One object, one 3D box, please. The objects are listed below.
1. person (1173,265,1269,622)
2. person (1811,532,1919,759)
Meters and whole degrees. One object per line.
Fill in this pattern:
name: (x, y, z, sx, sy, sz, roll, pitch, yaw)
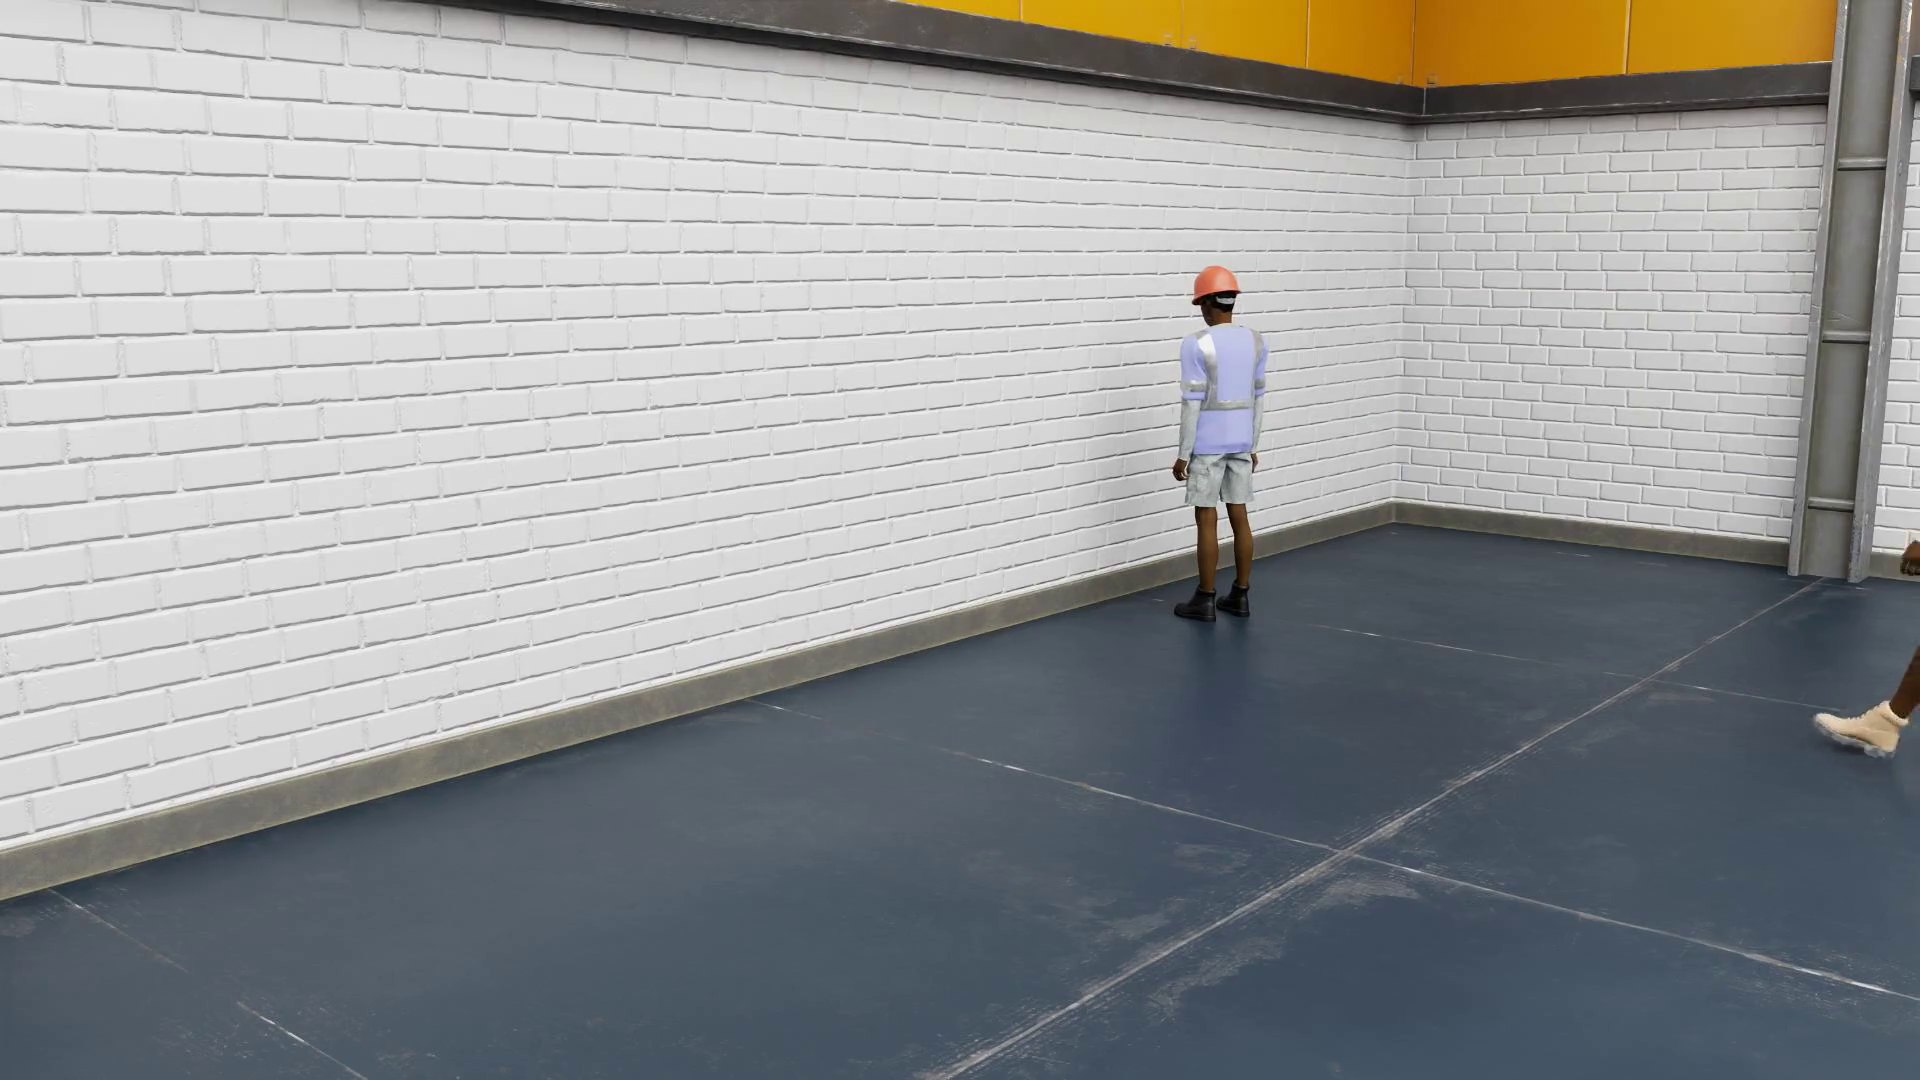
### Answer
person: (1.392, -0.517, 9.044, 0.542, 1.929, 0.369, -5, 11, -28)
person: (3.858, -0.052, 6.233, 1.053, 1.990, 0.611, 9, 13, 40)
